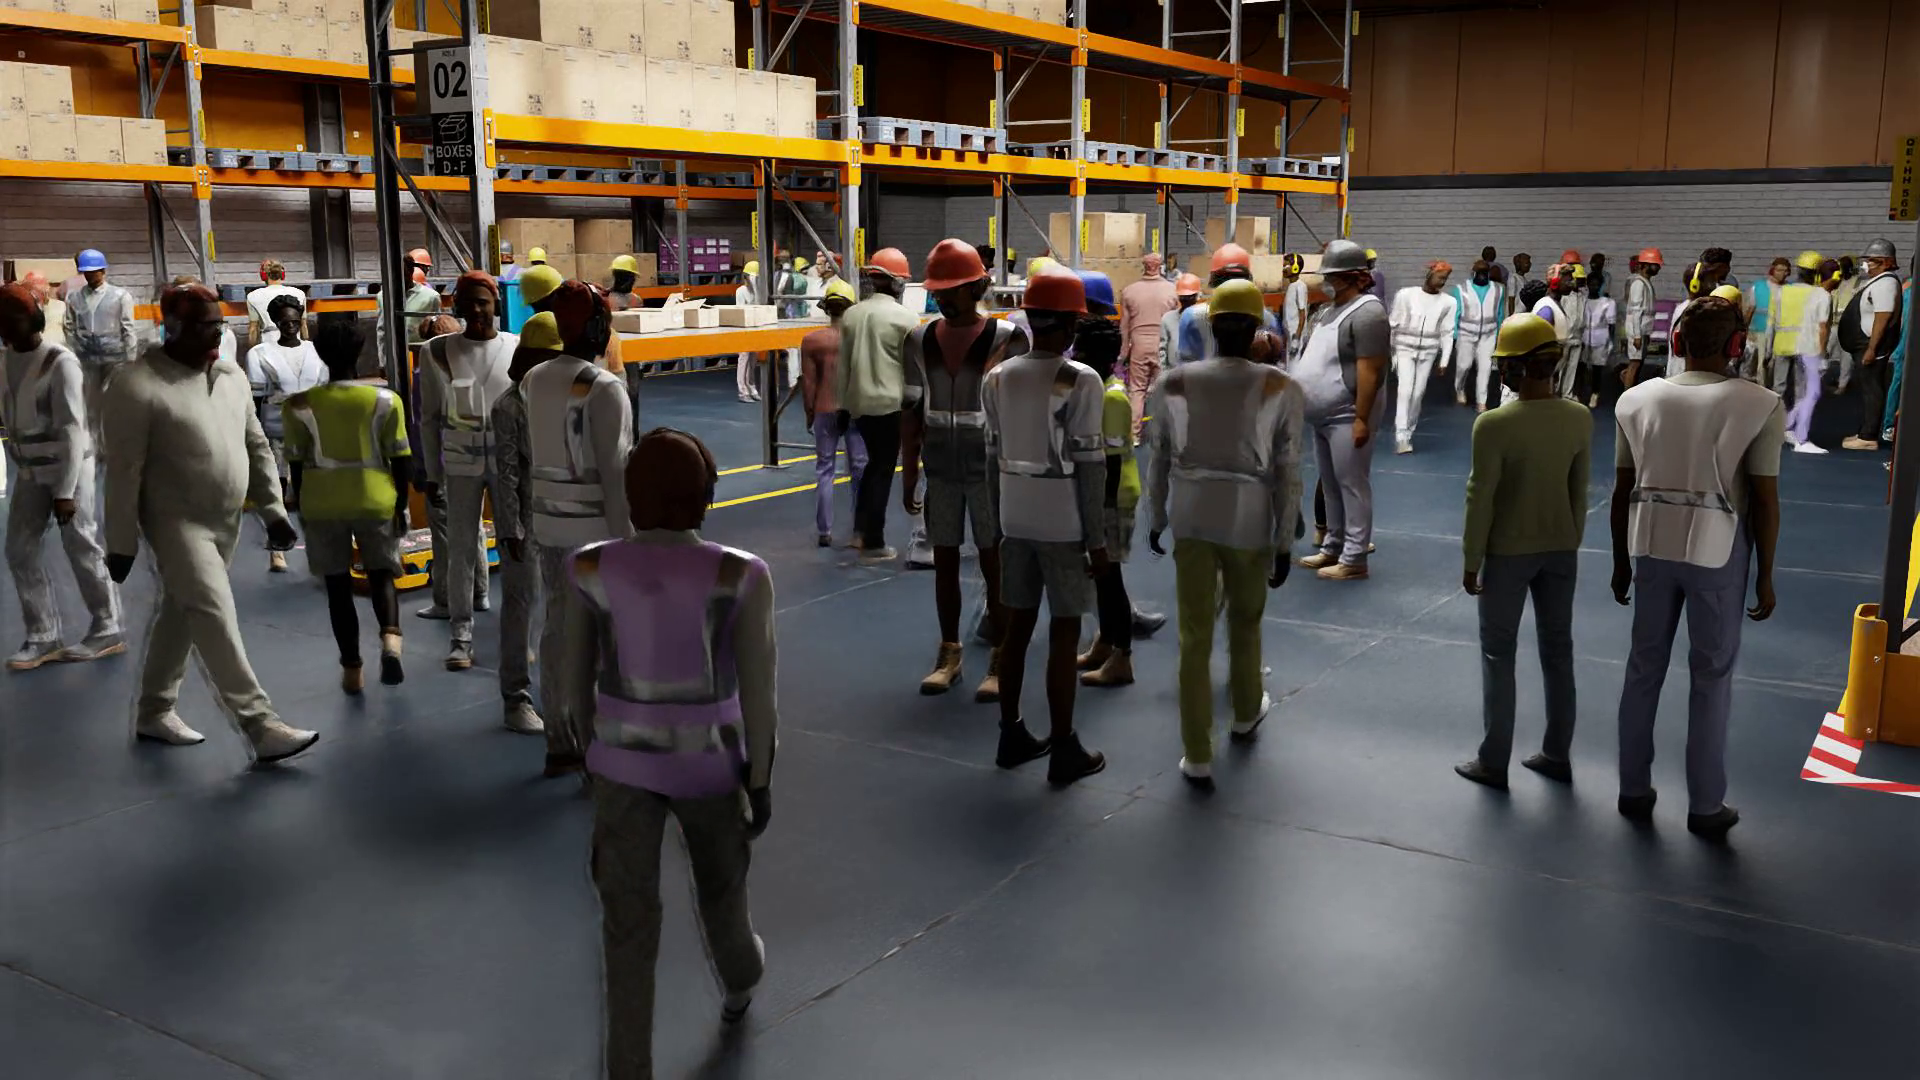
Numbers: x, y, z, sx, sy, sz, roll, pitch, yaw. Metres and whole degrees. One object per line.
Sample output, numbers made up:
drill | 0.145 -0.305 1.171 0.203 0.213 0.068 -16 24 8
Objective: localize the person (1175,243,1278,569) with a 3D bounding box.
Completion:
person | 1.612 -0.757 9.925 0.618 2.015 0.908 -2 10 -13

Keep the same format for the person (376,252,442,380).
person | -4.938 -1.625 14.975 0.597 1.916 0.371 1 10 4

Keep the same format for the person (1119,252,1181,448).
person | 1.883 -1.842 16.218 0.659 1.904 0.404 3 11 18

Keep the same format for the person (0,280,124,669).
person | -4.257 -0.291 7.802 0.603 1.835 0.684 5 11 24

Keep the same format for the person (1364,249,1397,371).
person | 6.338 -3.446 25.156 0.776 1.882 0.635 8 13 37

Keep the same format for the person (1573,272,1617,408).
person | 7.526 -2.361 19.809 0.538 1.652 0.883 5 11 25

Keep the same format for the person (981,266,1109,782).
person | 0.340 -0.062 6.299 0.547 1.929 0.385 10 14 43

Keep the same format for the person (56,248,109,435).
person | -8.694 -1.938 16.690 0.641 1.934 0.405 3 11 16

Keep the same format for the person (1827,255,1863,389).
person | 12.092 -2.964 22.663 0.403 1.825 0.593 7 12 34

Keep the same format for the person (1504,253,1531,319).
person | 7.652 -3.002 22.808 0.346 1.846 0.507 7 12 35

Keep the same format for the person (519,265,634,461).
person | -2.037 -0.489 8.773 0.639 1.899 0.414 -4 11 -20

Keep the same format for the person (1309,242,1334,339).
person | 6.218 -4.059 28.287 0.617 1.984 0.410 -4 11 -19

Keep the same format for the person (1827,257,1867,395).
person | 11.351 -2.745 21.514 0.914 1.796 0.624 -10 14 -44

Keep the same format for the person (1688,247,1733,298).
person | 7.314 -1.881 16.298 0.372 1.958 0.599 0 10 -3

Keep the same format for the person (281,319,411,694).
person | -2.703 -0.132 7.376 0.530 1.679 0.432 -4 11 -23

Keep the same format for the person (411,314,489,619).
person | -2.732 -0.393 8.945 0.316 1.631 0.520 5 11 25

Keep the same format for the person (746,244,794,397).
person | -2.340 -2.689 20.602 0.622 2.014 0.859 2 10 11

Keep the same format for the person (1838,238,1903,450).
person | 8.828 -1.903 16.177 0.535 2.000 0.674 6 12 29

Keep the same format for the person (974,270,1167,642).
person | 0.531 -0.396 8.303 1.000 1.872 0.626 -1 10 -4

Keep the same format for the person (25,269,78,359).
person | -8.956 -1.774 16.298 0.577 1.737 0.354 -6 12 -29

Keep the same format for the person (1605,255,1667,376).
person | 10.174 -3.353 24.887 0.589 1.813 0.866 -7 12 -35

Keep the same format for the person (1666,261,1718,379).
person | 5.453 -1.146 12.466 0.324 1.868 0.533 5 11 26

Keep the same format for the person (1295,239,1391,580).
person | 2.273 -0.788 9.997 0.535 2.000 0.685 -1 10 -8

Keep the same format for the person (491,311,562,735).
person | -1.697 -0.072 6.889 0.320 1.737 0.486 6 12 32

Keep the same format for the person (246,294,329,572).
person | -4.091 -0.657 10.226 0.540 1.695 0.317 -9 13 -40

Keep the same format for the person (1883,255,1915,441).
person | 9.567 -1.953 16.808 0.379 1.912 0.591 6 12 31

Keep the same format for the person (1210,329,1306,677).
person | 1.288 -0.142 7.574 0.412 1.622 0.532 -9 14 -41

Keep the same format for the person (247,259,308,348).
person | -6.731 -1.853 16.469 0.560 1.836 0.393 -8 13 -36

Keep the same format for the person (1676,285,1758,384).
person | 4.710 -0.709 10.384 0.492 1.743 0.295 9 13 40

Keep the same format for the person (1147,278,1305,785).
person | 1.010 -0.060 6.431 0.618 1.862 0.979 3 11 16

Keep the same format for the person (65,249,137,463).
person | -7.784 -1.654 15.083 0.611 1.938 0.412 -1 10 -5

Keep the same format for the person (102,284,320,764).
person | -2.934 -0.060 6.484 0.974 1.847 0.634 3 11 14

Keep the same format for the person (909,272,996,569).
person | 0.098 -0.749 10.337 1.002 1.841 0.668 -5 11 -26
